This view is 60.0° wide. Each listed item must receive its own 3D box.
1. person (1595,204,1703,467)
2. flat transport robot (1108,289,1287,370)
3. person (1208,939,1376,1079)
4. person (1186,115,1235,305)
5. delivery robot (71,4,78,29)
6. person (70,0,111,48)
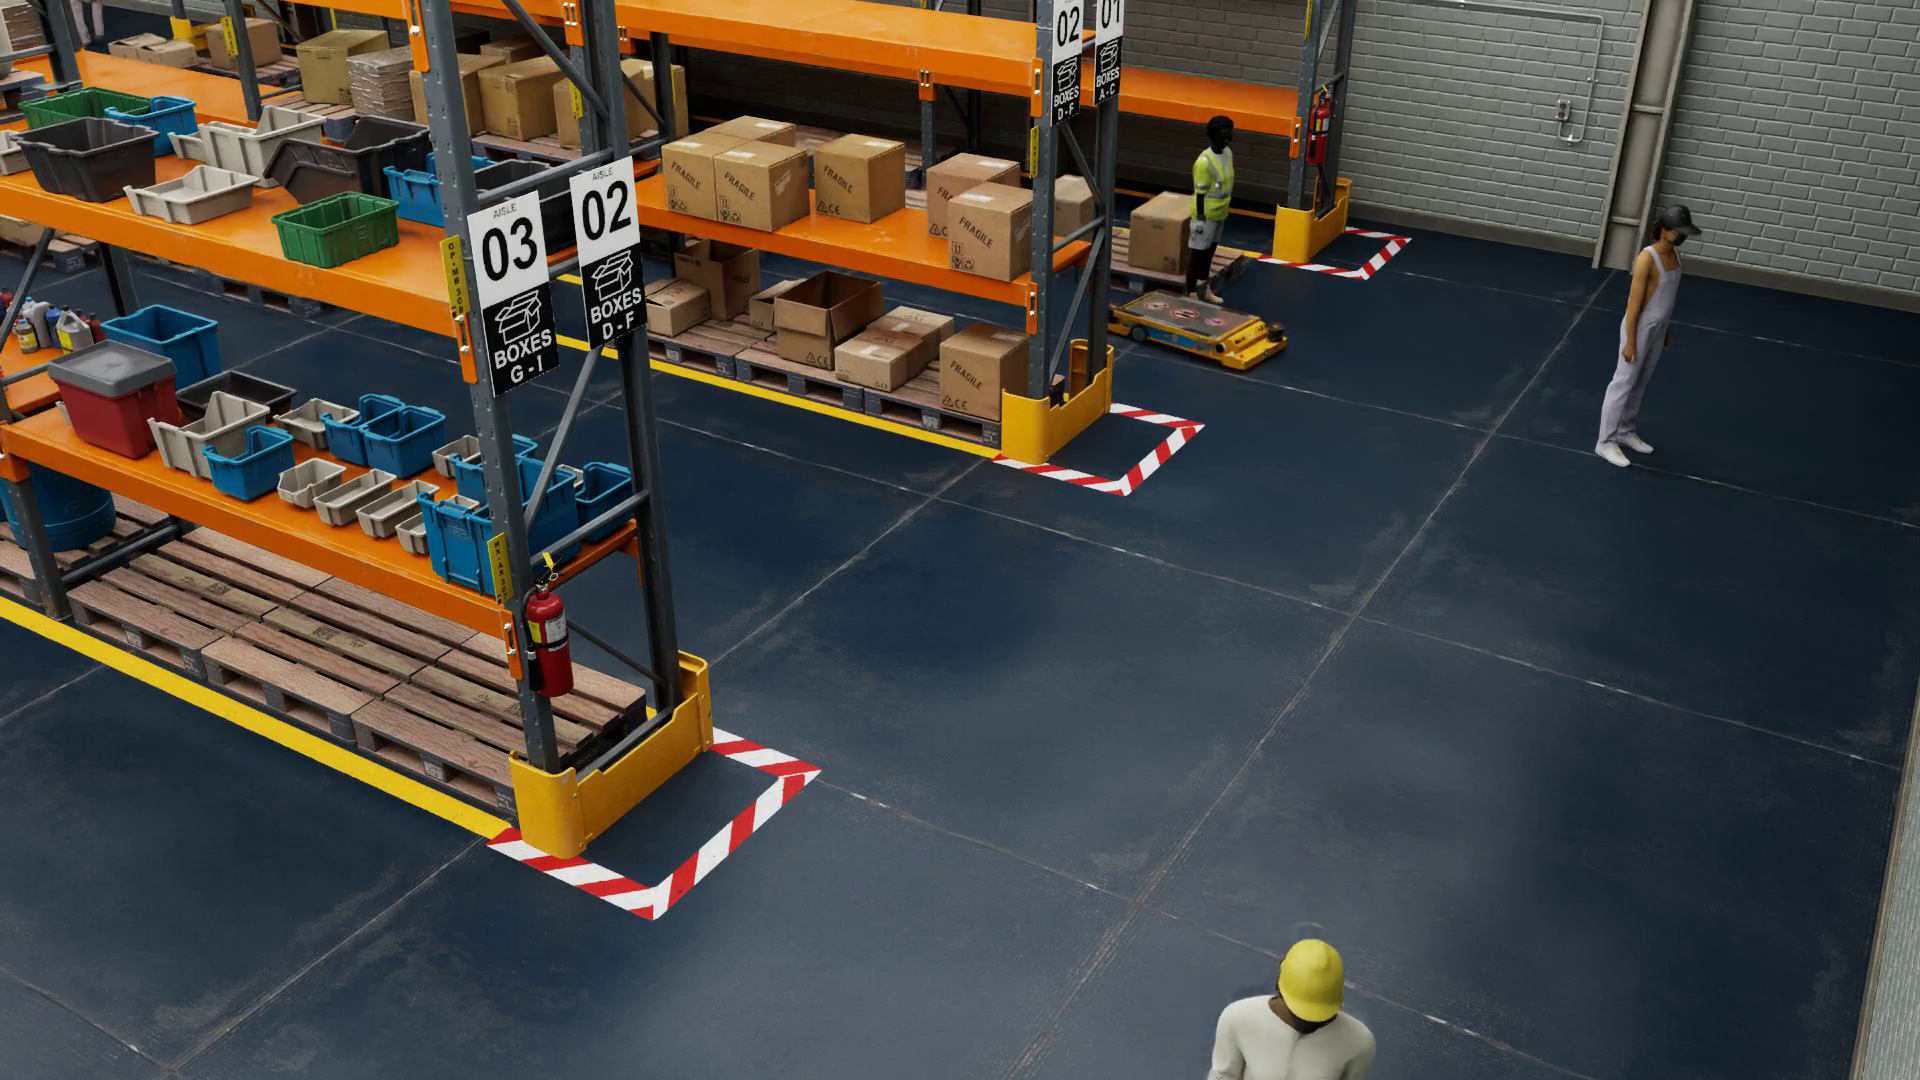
[{"bbox_3d":[4.794,-1.426,11.557,0.504,1.862,0.382,-22,36,-34],"label":"person"},{"bbox_3d":[1.927,-1.759,13.789,1.431,0.231,0.659,22,36,34],"label":"flat transport robot"},{"bbox_3d":[1.090,1.955,5.620,0.515,1.739,0.822,7,30,13],"label":"person"},{"bbox_3d":[2.133,-2.772,14.134,0.322,1.698,0.535,18,34,29],"label":"person"},{"bbox_3d":[-13.052,-7.639,24.043,0.525,0.592,0.764,-18,34,-29],"label":"delivery robot"},{"bbox_3d":[-12.153,-7.763,22.968,0.582,1.823,0.597,-1,29,-2],"label":"person"}]
